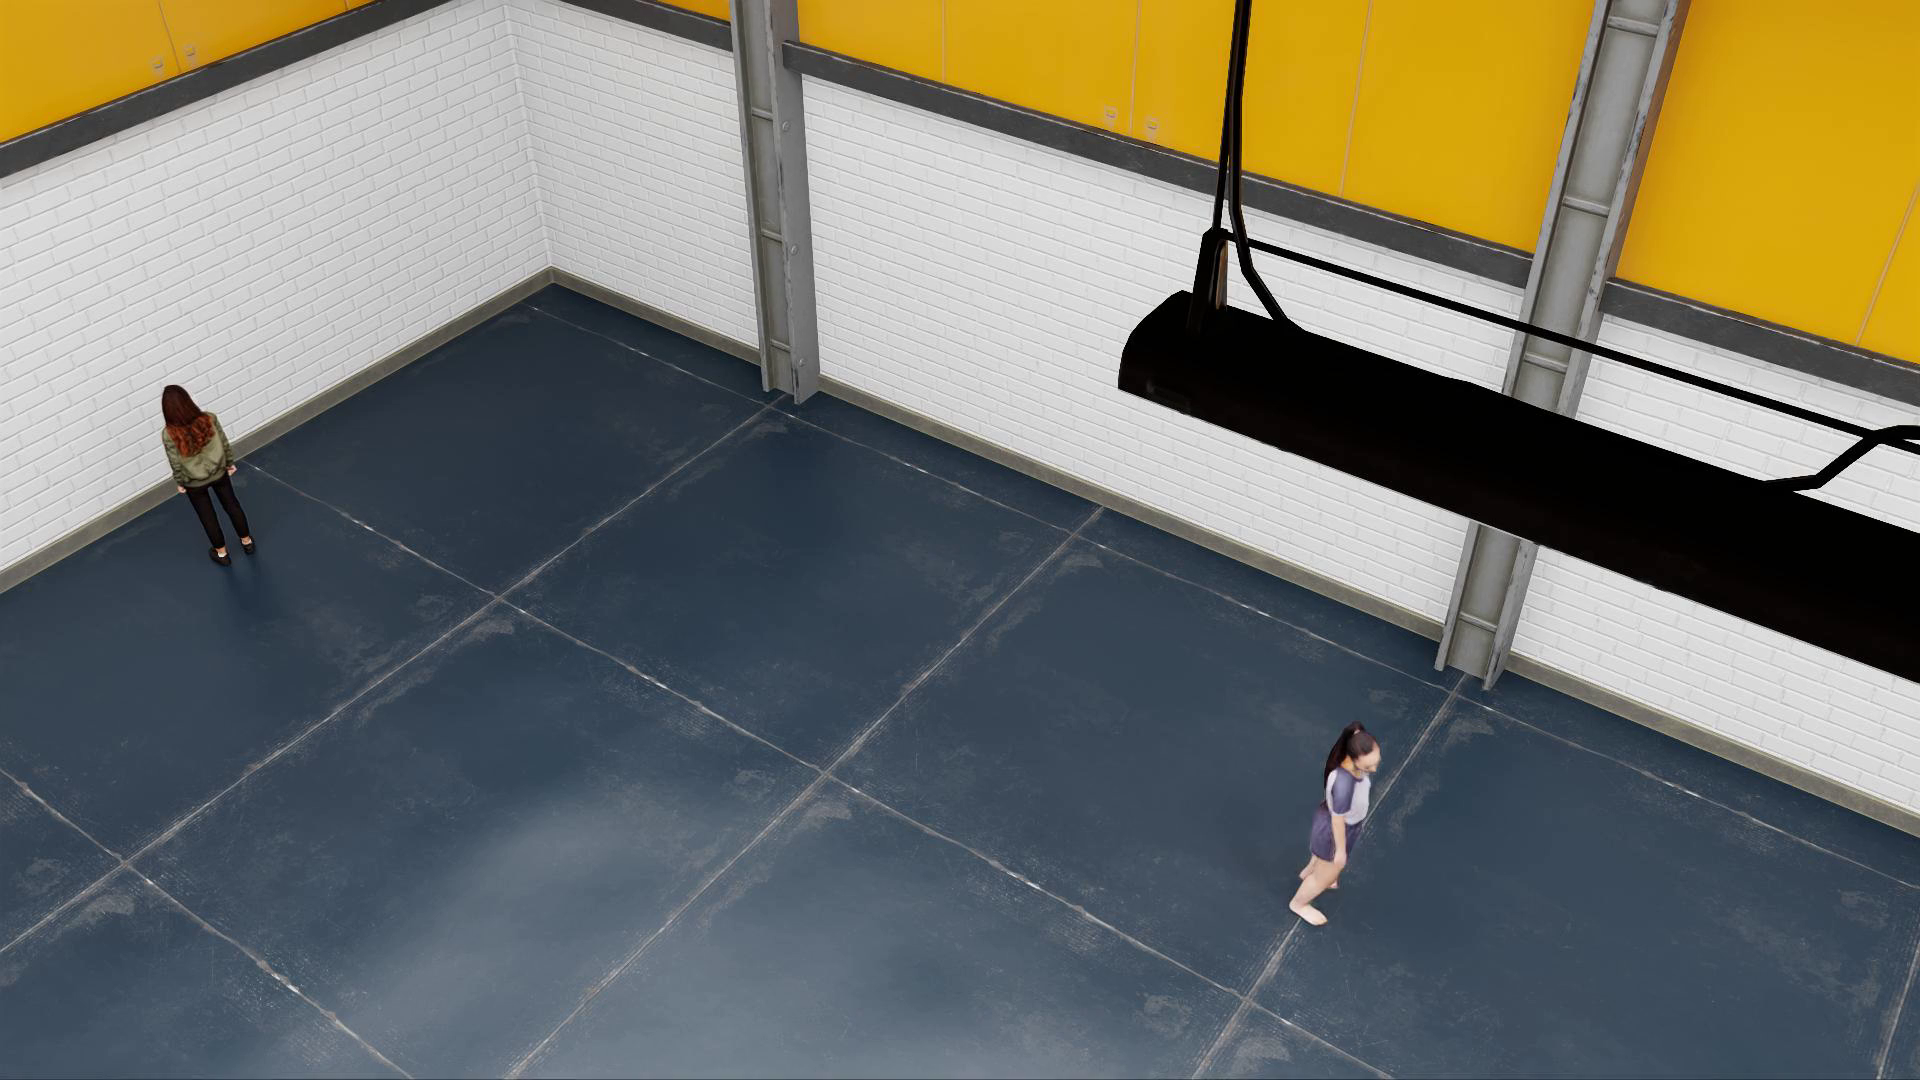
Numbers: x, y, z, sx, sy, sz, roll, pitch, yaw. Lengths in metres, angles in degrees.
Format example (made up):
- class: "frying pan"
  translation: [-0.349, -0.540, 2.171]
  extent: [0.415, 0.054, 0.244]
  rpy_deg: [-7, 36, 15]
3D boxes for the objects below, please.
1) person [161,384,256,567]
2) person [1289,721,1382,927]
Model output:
- class: "person"
  translation: [-5.397, -0.472, 11.883]
  extent: [0.625, 1.475, 0.556]
  rpy_deg: [-30, 48, -32]
- class: "person"
  translation: [2.037, 1.560, 9.218]
  extent: [0.663, 1.626, 0.776]
  rpy_deg: [4, 39, 6]
